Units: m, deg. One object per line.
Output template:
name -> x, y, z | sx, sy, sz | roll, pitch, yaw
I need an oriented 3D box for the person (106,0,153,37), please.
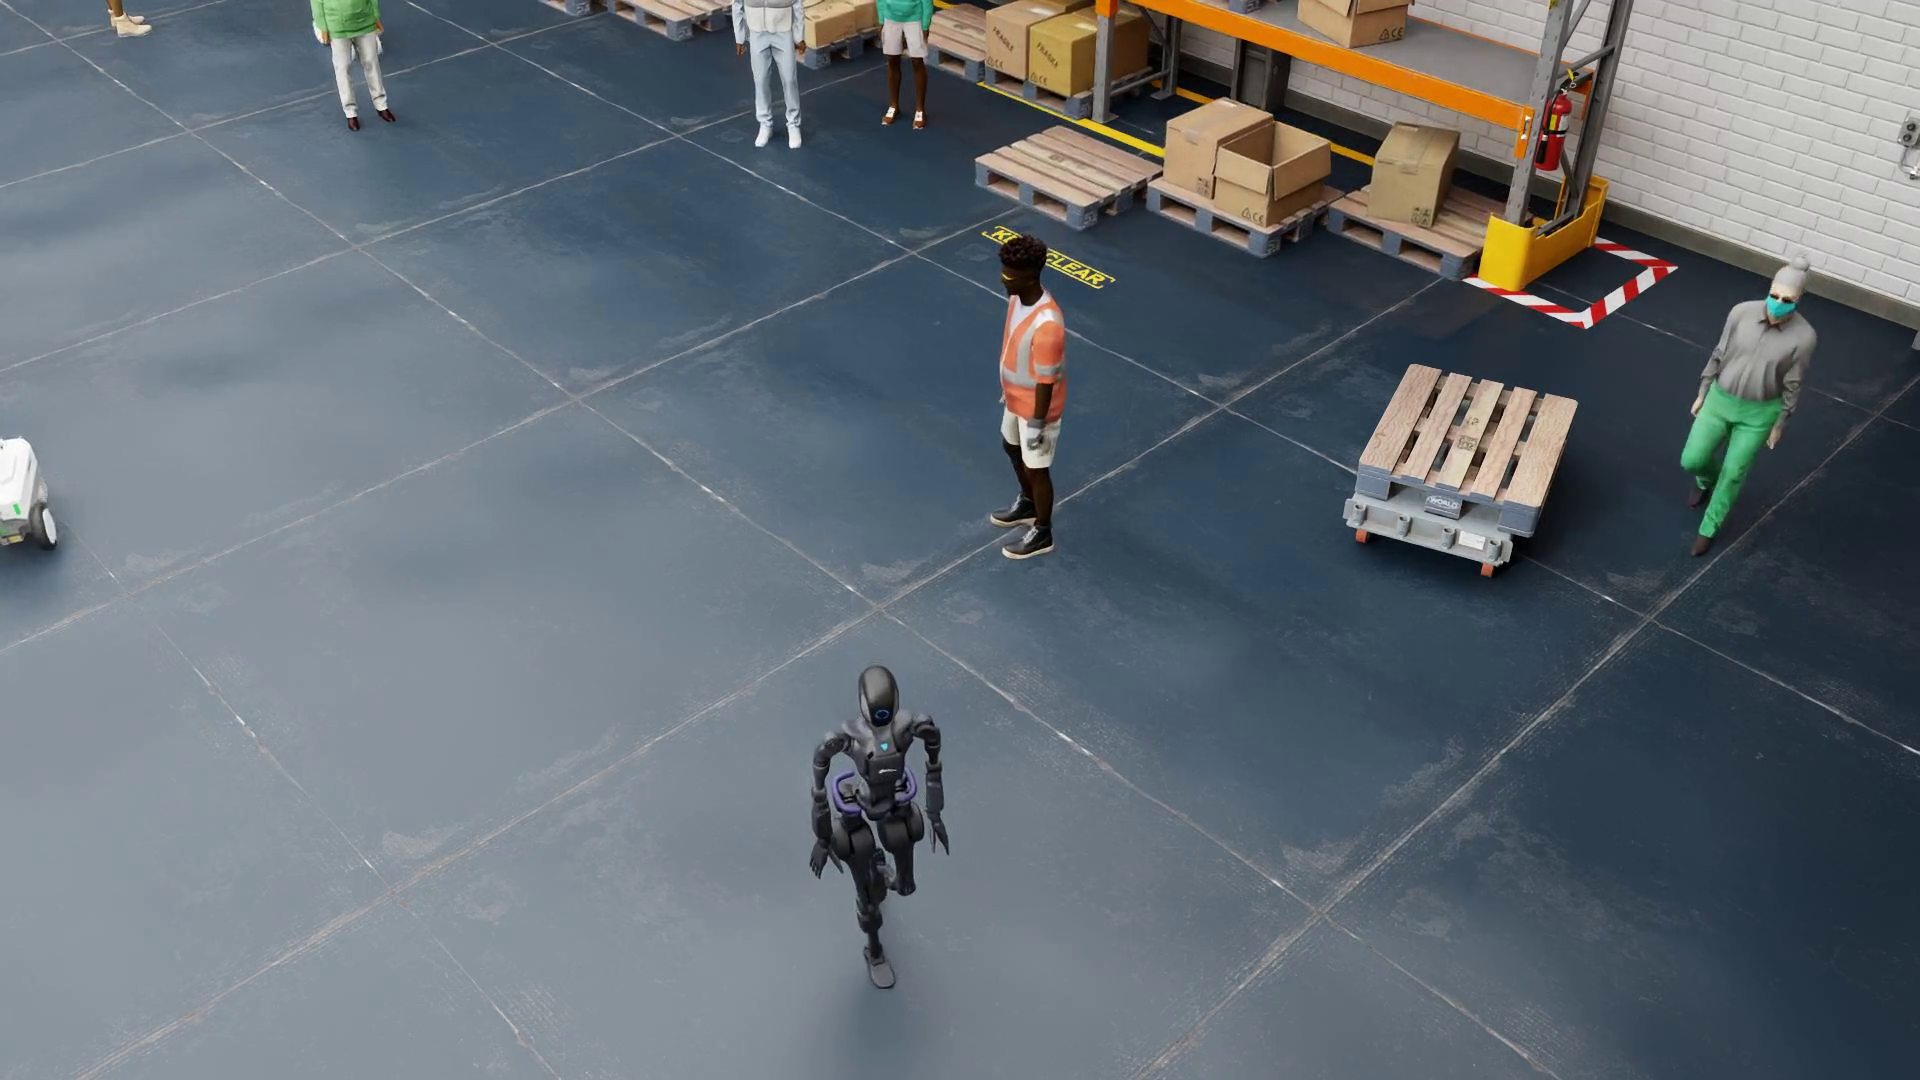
person -> -8.148, -5.843, 15.799 | 0.391, 2.041, 0.612 | -20, 42, -25

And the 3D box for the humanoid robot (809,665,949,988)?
humanoid robot -> -0.369, 1.106, 6.909 | 0.594, 1.634, 0.571 | -12, 39, -15

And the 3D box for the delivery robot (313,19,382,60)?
delivery robot -> -5.831, -4.947, 15.852 | 0.499, 0.603, 0.807 | -24, 43, -29

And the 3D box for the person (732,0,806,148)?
person -> -1.568, -4.192, 13.726 | 0.598, 1.909, 0.400 | 0, 37, 0

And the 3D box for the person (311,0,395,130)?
person -> -5.172, -4.385, 14.083 | 0.553, 1.782, 0.384 | -22, 42, -26

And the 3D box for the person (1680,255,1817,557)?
person -> 4.366, -0.762, 9.243 | 0.519, 1.826, 0.490 | 27, 45, 31

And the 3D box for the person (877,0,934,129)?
person -> -0.459, -4.422, 14.084 | 0.496, 1.843, 0.404 | 10, 38, 13

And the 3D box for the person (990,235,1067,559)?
person -> 0.383, -0.778, 9.171 | 0.381, 1.955, 0.606 | -9, 38, -12

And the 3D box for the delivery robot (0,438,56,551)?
delivery robot -> -5.552, -0.241, 9.627 | 0.499, 0.609, 0.807 | -12, 39, -15
